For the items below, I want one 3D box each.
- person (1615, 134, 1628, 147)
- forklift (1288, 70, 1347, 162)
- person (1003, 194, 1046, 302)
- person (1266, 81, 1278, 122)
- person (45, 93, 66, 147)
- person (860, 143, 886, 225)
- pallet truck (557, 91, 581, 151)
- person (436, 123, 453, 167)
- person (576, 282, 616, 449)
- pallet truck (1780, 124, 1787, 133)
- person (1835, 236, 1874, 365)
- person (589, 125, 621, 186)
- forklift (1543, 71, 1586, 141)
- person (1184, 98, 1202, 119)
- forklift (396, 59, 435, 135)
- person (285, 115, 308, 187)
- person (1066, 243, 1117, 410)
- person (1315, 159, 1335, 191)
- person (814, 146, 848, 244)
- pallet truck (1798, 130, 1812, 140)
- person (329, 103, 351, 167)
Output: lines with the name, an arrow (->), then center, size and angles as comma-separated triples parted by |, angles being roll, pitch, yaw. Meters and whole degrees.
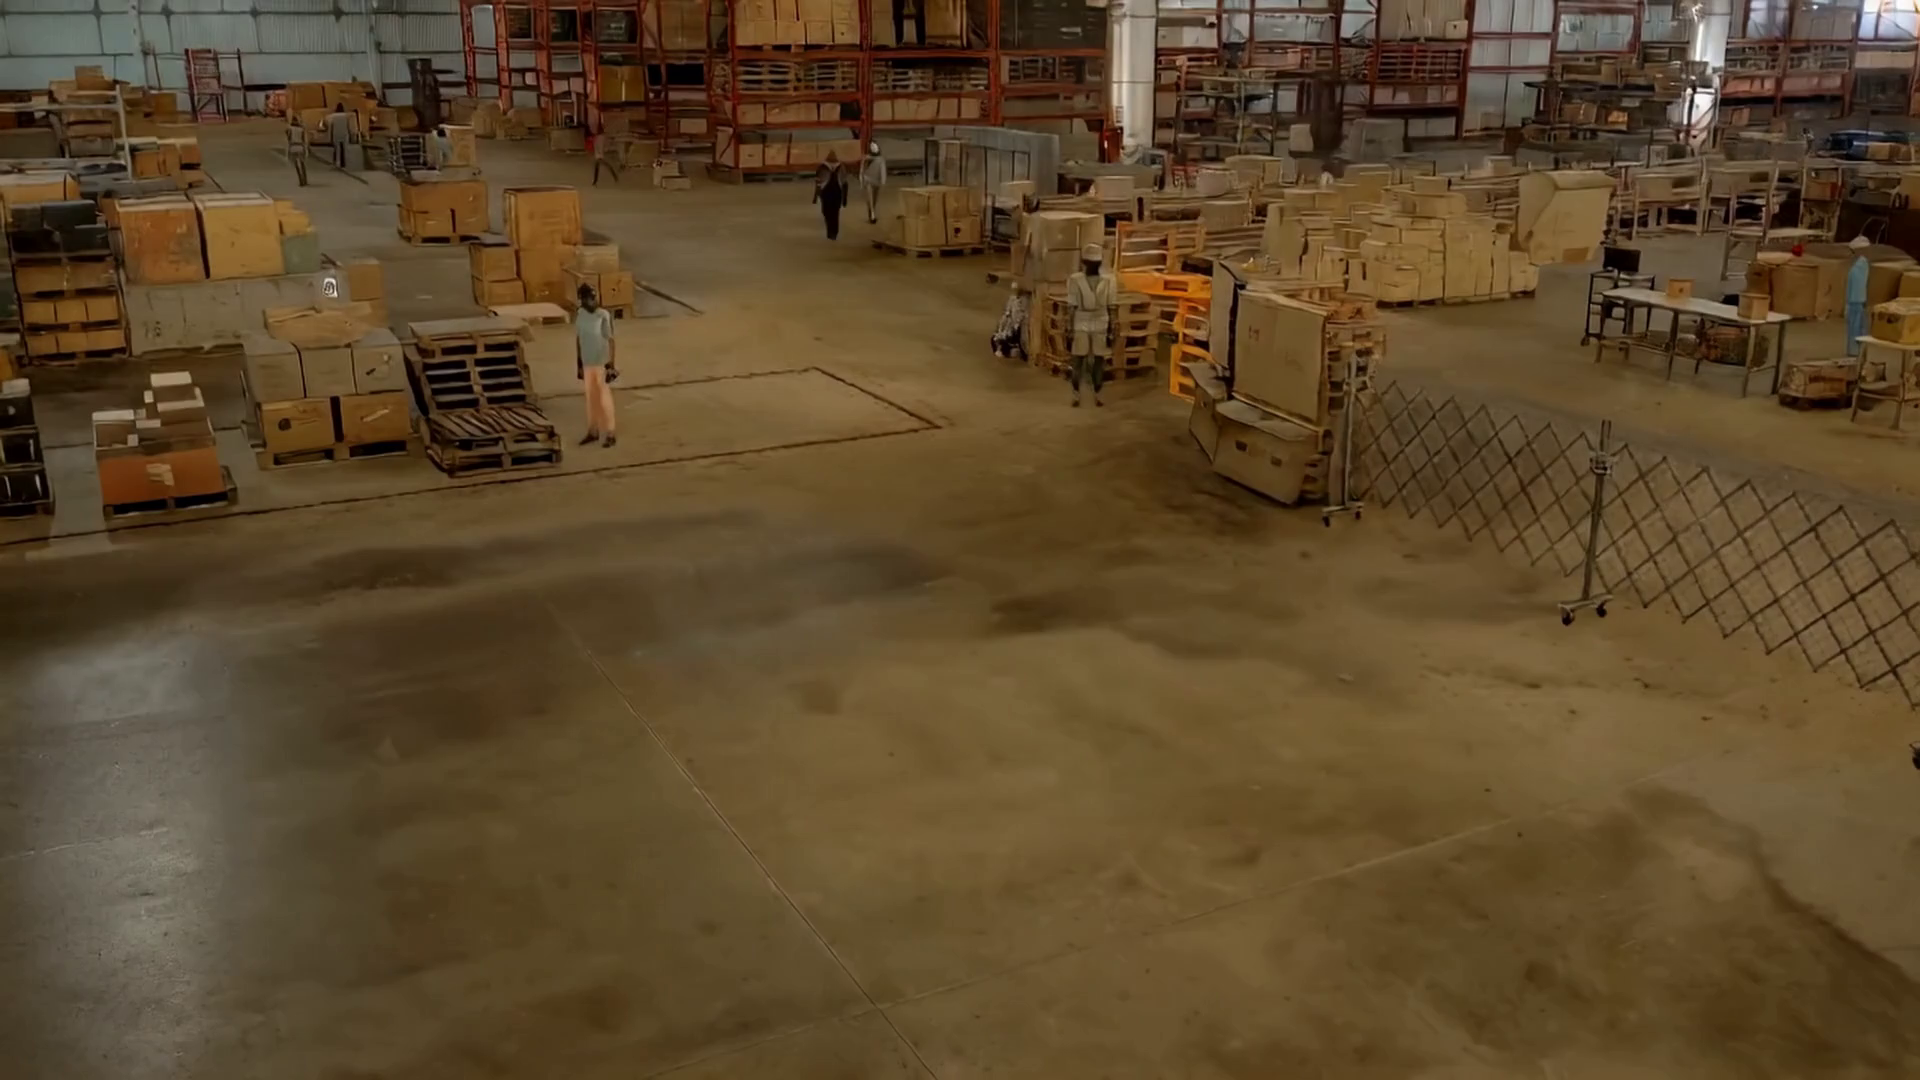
person -> 21.450, -13.186, 54.019 | 0.846, 1.579, 0.492 | -4, 18, -13
forklift -> 11.608, -13.590, 53.202 | 1.129, 2.768, 1.873 | -15, 23, -39
person -> 1.218, -4.793, 27.511 | 0.979, 1.822, 0.539 | 4, 18, 12
person -> 12.510, -17.517, 67.004 | 0.771, 1.910, 0.563 | -4, 18, -14
person -> -31.921, -14.819, 58.684 | 0.602, 1.866, 0.981 | -1, 18, -4
person -> -1.974, -8.090, 37.764 | 0.611, 1.820, 0.515 | 4, 18, 14
pallet truck -> -13.495, -14.412, 57.188 | 0.823, 1.965, 1.885 | -3, 18, -9
person -> -13.102, -9.623, 42.353 | 0.361, 1.940, 0.543 | 4, 18, 13
person -> -4.067, -1.941, 18.525 | 0.518, 1.865, 0.327 | 7, 19, 22
pallet truck -> 25.206, -12.542, 52.601 | 1.601, 1.201, 0.680 | 0, 18, -2
person -> 12.289, -3.285, 22.868 | 0.303, 1.772, 0.526 | 13, 22, 34
person -> -9.824, -10.611, 45.897 | 0.832, 1.653, 0.533 | -16, 24, -40
forklift -> 18.685, -13.231, 52.085 | 1.873, 2.768, 1.129 | -9, 20, -26
person -> 8.689, -15.900, 62.087 | 0.640, 1.852, 1.027 | -3, 18, -10
forklift -> -20.816, -17.160, 64.332 | 1.873, 2.768, 1.129 | 8, 19, 24
person -> -18.286, -10.713, 45.802 | 0.564, 1.899, 0.883 | -11, 21, -31
person -> 1.598, -2.583, 20.237 | 0.615, 2.041, 0.385 | -1, 18, -5
person -> 7.725, -7.285, 35.479 | 0.714, 1.672, 0.530 | -8, 19, -24
person -> -2.677, -7.226, 34.715 | 0.683, 2.000, 0.982 | -6, 19, -17
pallet truck -> 25.526, -11.556, 49.408 | 1.630, 1.274, 0.653 | -9, 20, -26
person -> -19.130, -12.511, 51.360 | 0.632, 1.935, 0.495 | -1, 18, -3
